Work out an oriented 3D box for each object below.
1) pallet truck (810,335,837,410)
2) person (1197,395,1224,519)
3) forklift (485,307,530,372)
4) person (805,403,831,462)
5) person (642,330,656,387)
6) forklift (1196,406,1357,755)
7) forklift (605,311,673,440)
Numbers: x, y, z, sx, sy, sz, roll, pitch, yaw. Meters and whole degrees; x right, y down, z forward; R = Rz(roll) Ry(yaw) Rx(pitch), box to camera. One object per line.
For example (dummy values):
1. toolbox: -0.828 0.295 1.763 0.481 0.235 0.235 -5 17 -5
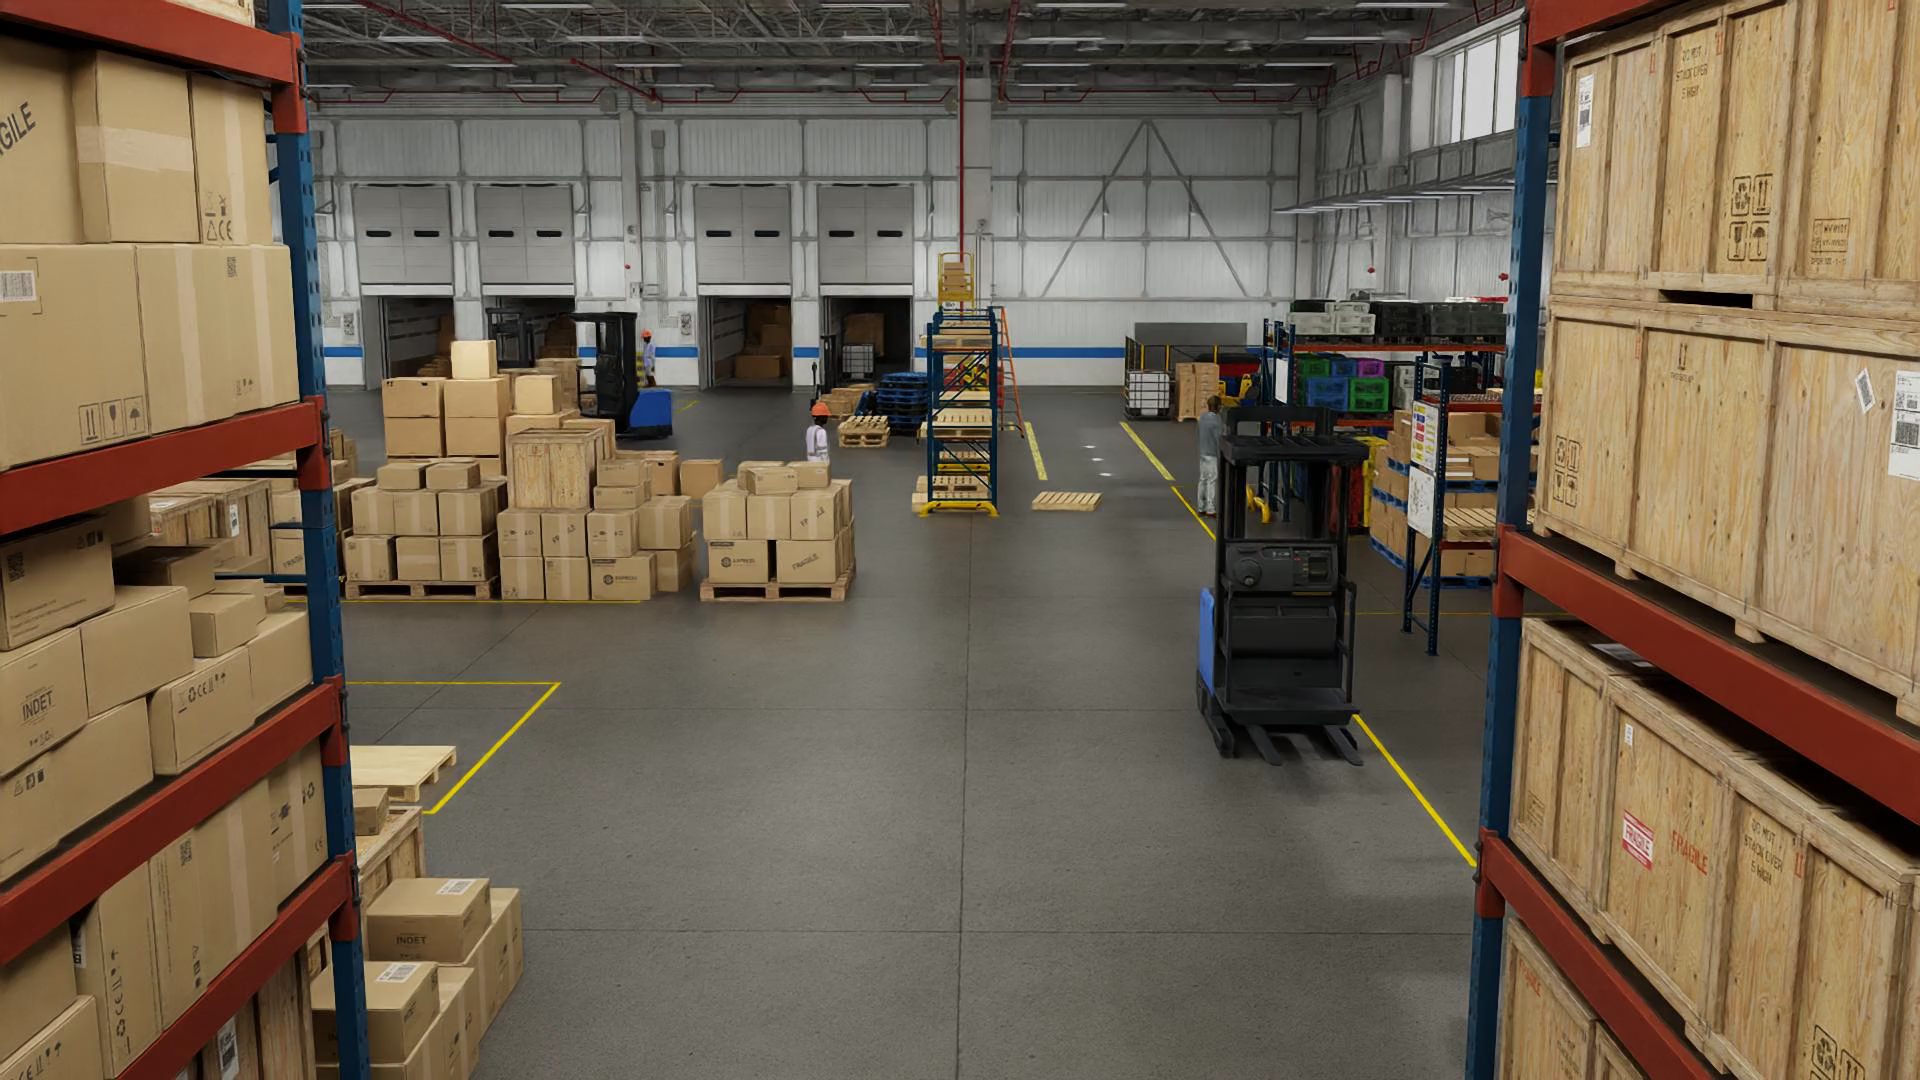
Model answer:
1. pallet truck: -3.021 -4.312 43.126 1.885 1.965 0.823 3 10 17
2. person: 3.917 -1.293 25.873 0.397 1.935 0.663 -4 11 -23
3. forklift: -10.754 -4.150 39.646 1.129 2.768 1.873 0 10 1
4. person: -2.059 -1.048 24.464 0.363 1.939 0.542 -5 11 -29
5. person: -8.822 -4.969 47.119 0.389 1.930 0.544 -7 12 -36
6. forklift: 2.693 0.247 14.276 1.129 2.768 1.873 0 10 1
7. forklift: -7.424 -3.634 36.666 1.873 2.768 1.129 -7 12 -36
